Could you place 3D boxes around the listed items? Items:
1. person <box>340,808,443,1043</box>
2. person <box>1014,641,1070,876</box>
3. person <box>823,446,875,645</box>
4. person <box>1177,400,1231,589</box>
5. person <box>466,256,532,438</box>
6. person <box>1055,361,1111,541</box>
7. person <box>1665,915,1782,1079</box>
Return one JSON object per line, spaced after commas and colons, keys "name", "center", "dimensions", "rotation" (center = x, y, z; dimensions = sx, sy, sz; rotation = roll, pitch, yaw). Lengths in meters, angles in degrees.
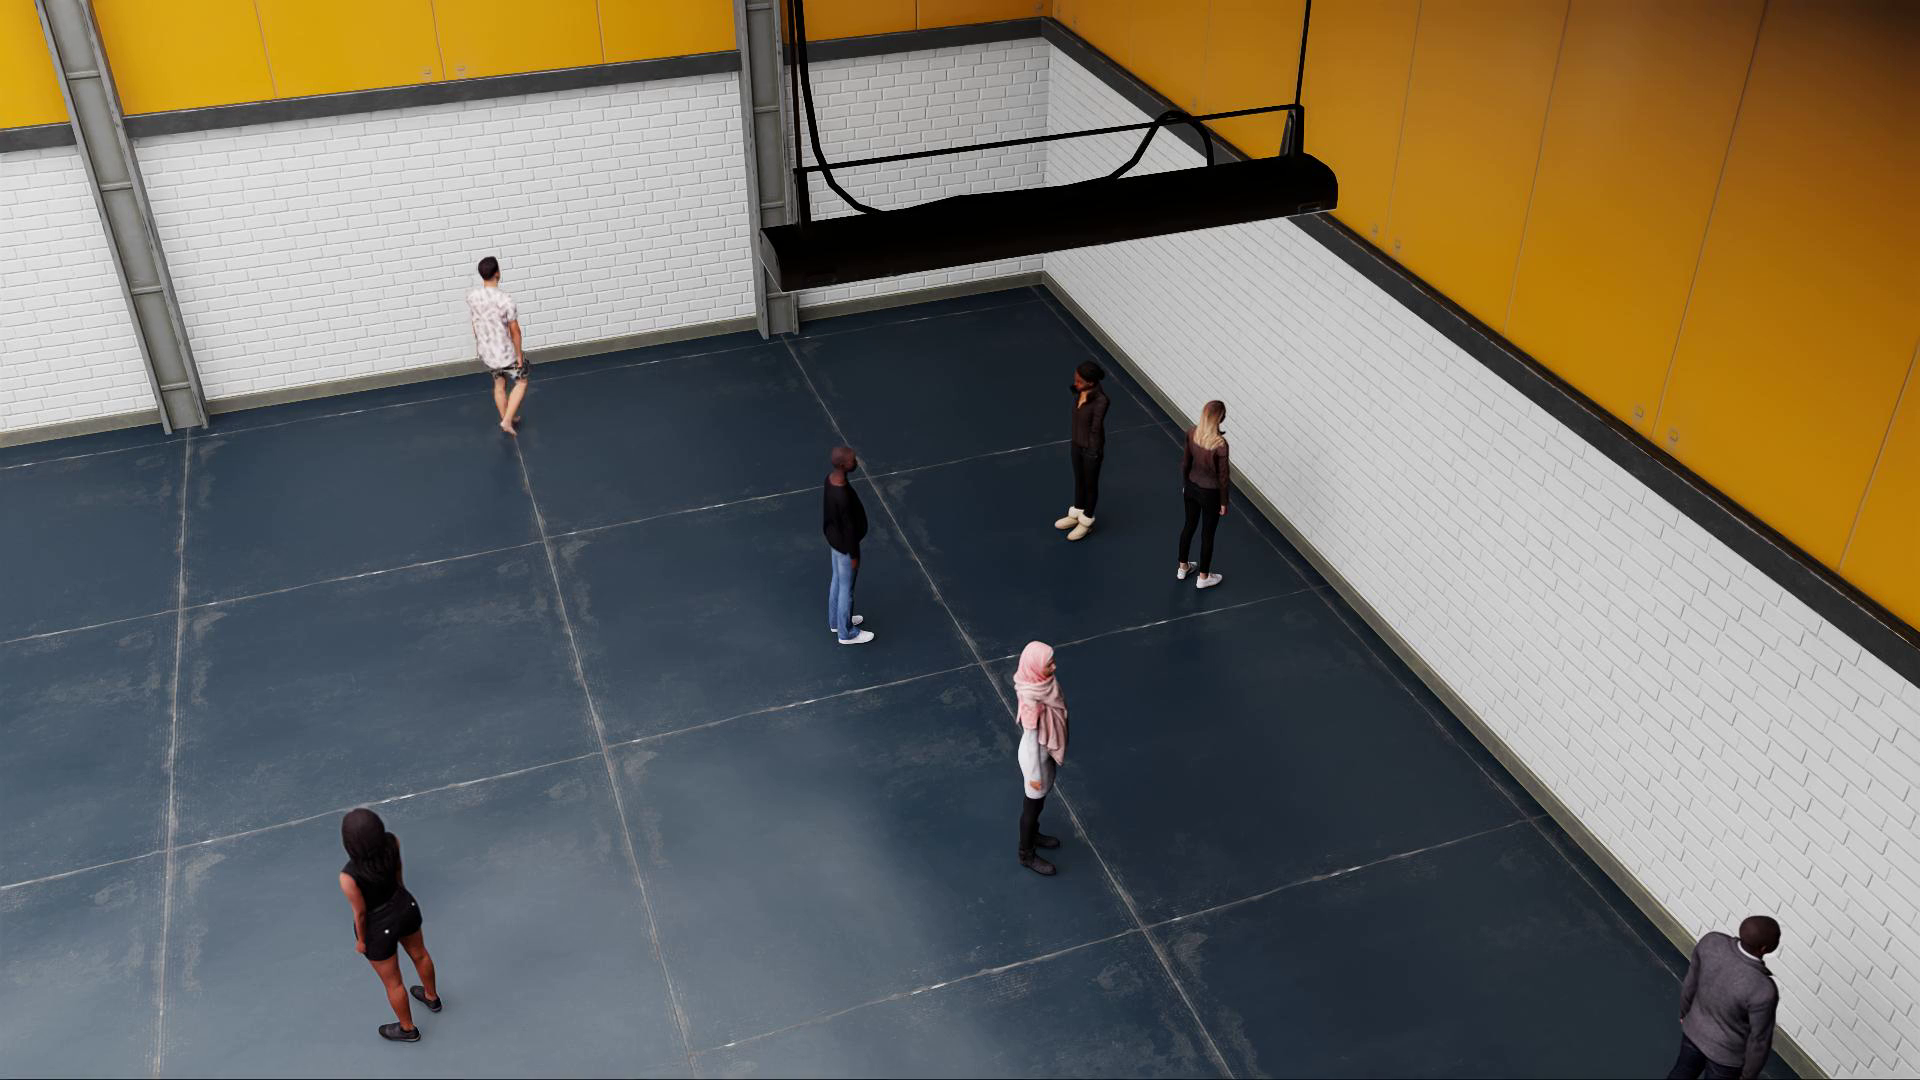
{"name": "person", "center": [-3.350, 2.238, 9.734], "dimensions": [0.734, 1.740, 0.680], "rotation": [13, 36, 19]}
{"name": "person", "center": [0.508, 1.410, 10.922], "dimensions": [0.760, 1.804, 0.735], "rotation": [6, 34, 9]}
{"name": "person", "center": [-0.917, 0.029, 13.049], "dimensions": [0.526, 1.750, 0.590], "rotation": [-13, 36, -18]}
{"name": "person", "center": [2.007, -0.389, 13.721], "dimensions": [0.638, 1.703, 0.673], "rotation": [-27, 42, -34]}
{"name": "person", "center": [-4.388, -1.772, 15.713], "dimensions": [0.891, 1.800, 0.943], "rotation": [8, 34, 12]}
{"name": "person", "center": [1.117, -0.814, 14.397], "dimensions": [0.680, 1.661, 0.621], "rotation": [-17, 37, -24]}
{"name": "person", "center": [4.077, 2.695, 8.976], "dimensions": [0.559, 1.818, 0.702], "rotation": [-11, 35, -16]}
